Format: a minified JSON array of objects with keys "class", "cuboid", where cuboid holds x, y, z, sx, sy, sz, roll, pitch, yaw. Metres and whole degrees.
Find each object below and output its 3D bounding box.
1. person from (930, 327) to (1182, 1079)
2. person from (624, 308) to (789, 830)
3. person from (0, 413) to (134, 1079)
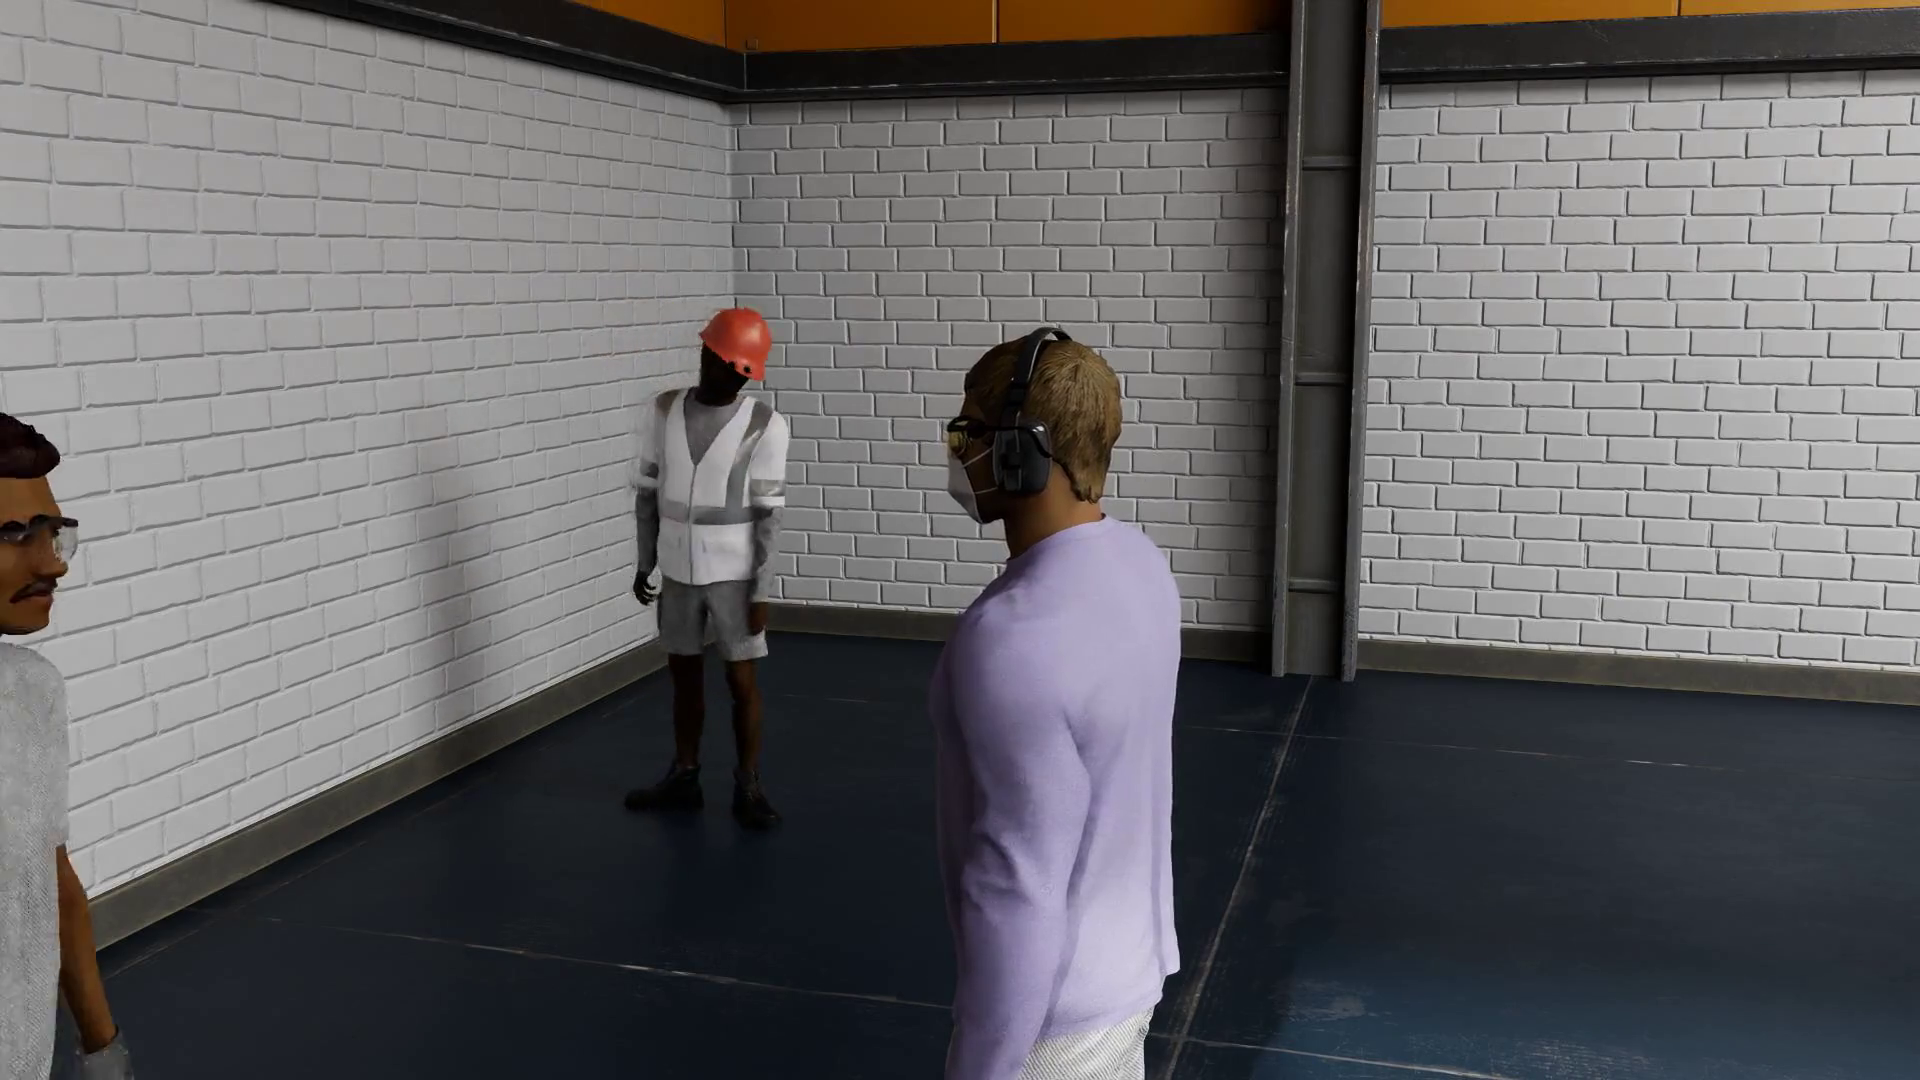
[{"class":"person","cuboid":[0.123,0.666,2.427,0.373,1.940,0.628,3,10,20]},{"class":"person","cuboid":[-0.960,0.118,5.966,0.715,1.892,0.377,3,10,17]},{"class":"person","cuboid":[-1.250,0.763,2.093,0.429,1.852,0.565,0,9,2]}]
